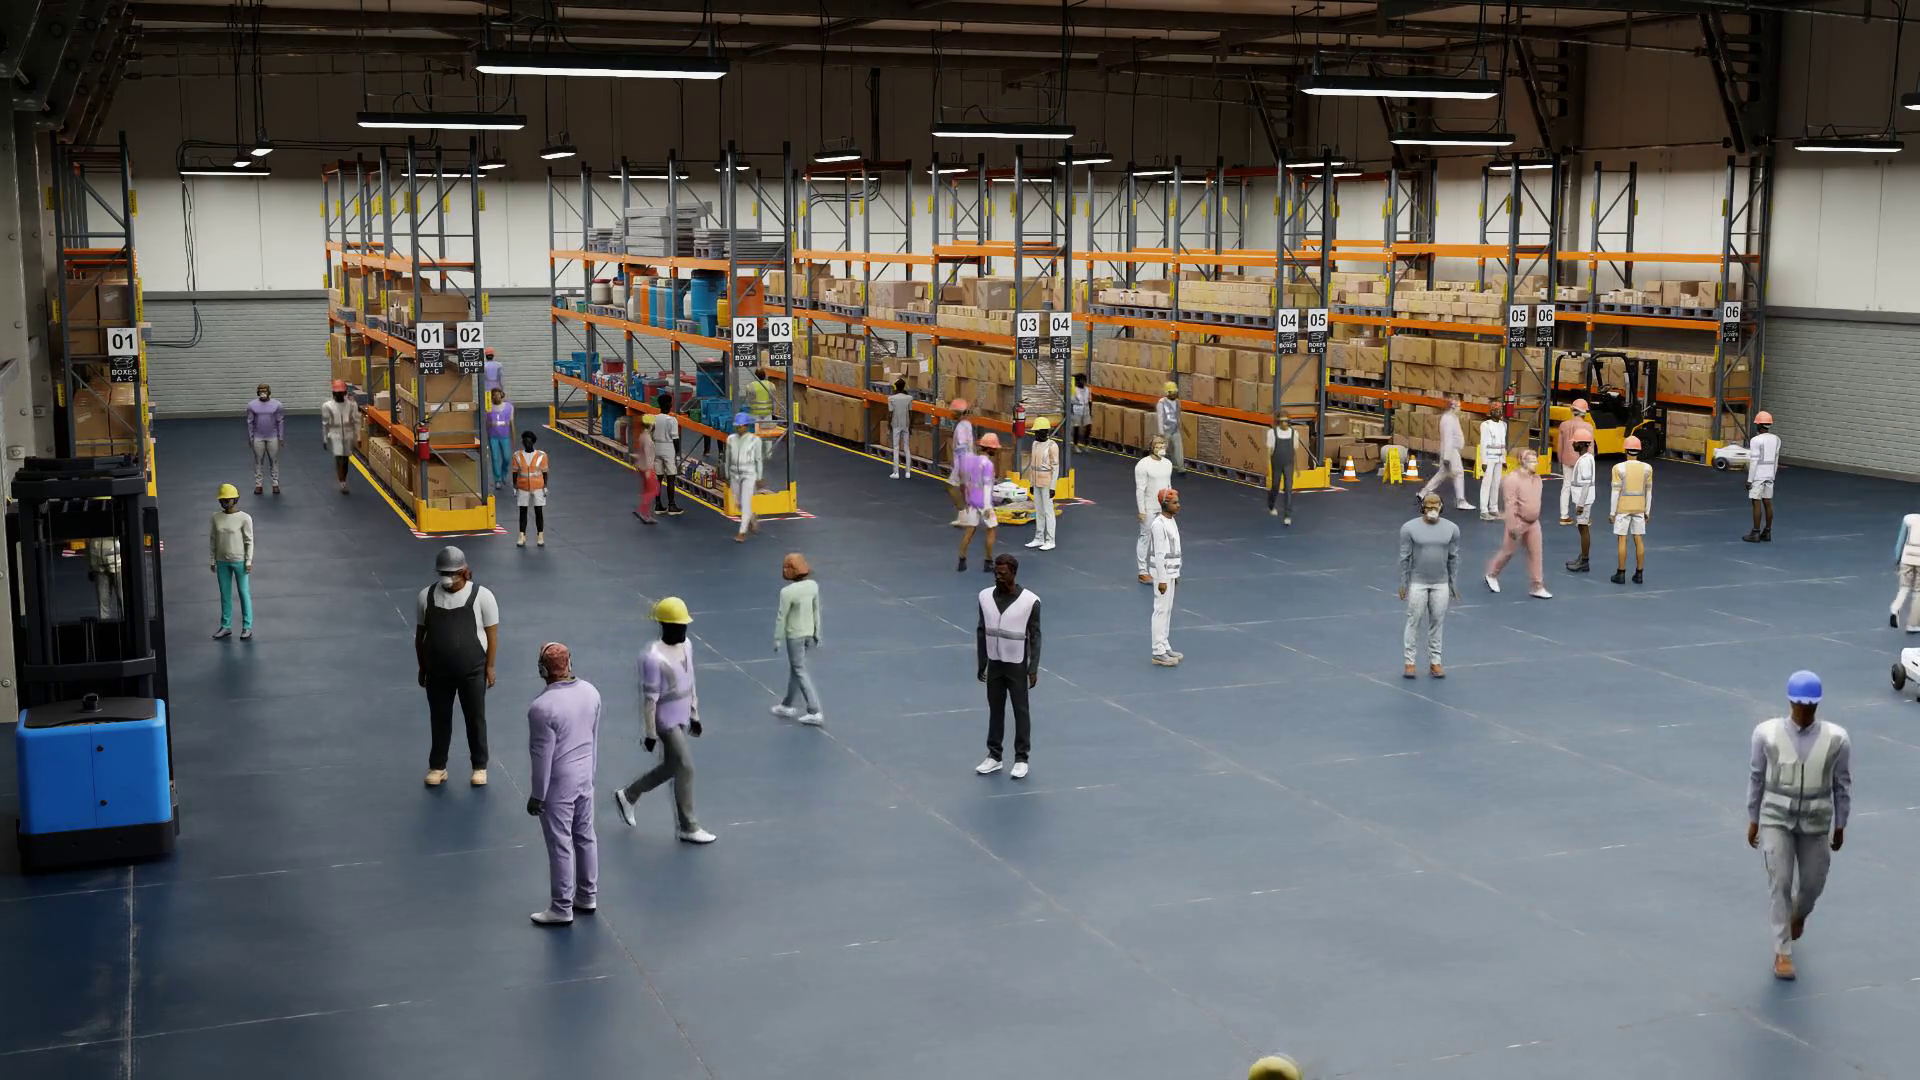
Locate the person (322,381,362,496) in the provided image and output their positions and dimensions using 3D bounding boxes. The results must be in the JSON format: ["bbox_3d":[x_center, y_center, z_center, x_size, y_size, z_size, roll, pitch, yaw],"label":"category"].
[{"bbox_3d":[-10.804,-1.792,36.640,0.626,1.987,1.036,-4,9,-26],"label":"person"}]

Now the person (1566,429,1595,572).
[{"bbox_3d":[8.453,-0.550,28.511,0.366,1.939,0.542,3,9,18],"label":"person"}]

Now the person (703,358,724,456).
[{"bbox_3d":[-5.061,-2.724,42.814,0.611,1.997,0.375,-2,9,-14],"label":"person"}]

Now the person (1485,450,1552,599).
[{"bbox_3d":[7.100,-0.228,26.599,0.652,1.875,0.937,-5,10,-29],"label":"person"}]

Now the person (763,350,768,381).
[{"bbox_3d":[-4.806,-3.888,51.803,0.343,1.619,0.520,0,9,0],"label":"person"}]

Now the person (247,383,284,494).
[{"bbox_3d":[-12.188,-1.788,36.771,0.628,1.940,0.373,-2,9,-15],"label":"person"}]

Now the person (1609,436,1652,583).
[{"bbox_3d":[8.801,-0.404,27.544,0.550,1.935,0.375,-1,9,-5],"label":"person"}]

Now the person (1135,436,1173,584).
[{"bbox_3d":[2.563,-0.408,27.568,0.627,1.940,0.376,-7,11,-40],"label":"person"}]

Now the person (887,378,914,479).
[{"bbox_3d":[-1.109,-2.081,38.932,0.510,1.877,0.328,-3,9,-18],"label":"person"}]

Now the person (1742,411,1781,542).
[{"bbox_3d":[11.909,-0.945,31.149,0.551,1.936,0.356,-4,10,-27],"label":"person"}]

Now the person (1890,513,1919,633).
[{"bbox_3d":[10.994,0.278,24.030,0.492,1.616,0.550,-8,12,-42],"label":"person"}]

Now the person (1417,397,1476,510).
[{"bbox_3d":[8.070,-1.447,34.721,0.913,1.878,0.637,1,9,6],"label":"person"}]

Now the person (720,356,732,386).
[{"bbox_3d":[-5.651,-3.688,50.616,0.540,1.588,0.879,3,9,18],"label":"person"}]

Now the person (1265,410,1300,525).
[{"bbox_3d":[5.093,-1.174,33.119,0.555,1.815,0.771,0,9,0],"label":"person"}]

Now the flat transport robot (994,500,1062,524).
[{"bbox_3d":[1.020,-0.454,33.550,0.652,0.197,1.431,5,10,30],"label":"flat transport robot"}]

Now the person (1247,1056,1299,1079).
[{"bbox_3d":[1.169,2.684,7.680,0.541,1.743,0.773,3,9,19],"label":"person"}]

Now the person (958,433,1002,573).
[{"bbox_3d":[0.254,-0.505,28.412,0.608,1.900,0.609,-4,9,-24],"label":"person"}]

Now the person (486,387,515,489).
[{"bbox_3d":[-8.236,-1.821,37.343,0.580,1.829,0.450,-2,9,-15],"label":"person"}]

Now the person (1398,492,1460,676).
[{"bbox_3d":[4.872,0.459,21.790,0.635,1.936,0.355,0,9,-1],"label":"person"}]

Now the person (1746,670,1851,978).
[{"bbox_3d":[5.289,1.746,13.250,0.613,1.928,0.722,2,9,15],"label":"person"}]

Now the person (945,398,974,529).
[{"bbox_3d":[-0.005,-1.183,32.455,0.511,2.021,0.640,2,9,12],"label":"person"}]

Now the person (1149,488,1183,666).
[{"bbox_3d":[2.217,0.385,22.469,0.355,1.883,0.575,3,9,17],"label":"person"}]

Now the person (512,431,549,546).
[{"bbox_3d":[-6.302,-0.762,30.716,0.539,1.698,0.319,0,9,-3],"label":"person"}]

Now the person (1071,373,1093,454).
[{"bbox_3d":[2.511,-2.583,42.921,0.560,1.669,0.662,-4,9,-23],"label":"person"}]

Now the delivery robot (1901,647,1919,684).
[{"bbox_3d":[9.687,1.249,20.943,0.477,0.478,0.707,1,9,7],"label":"delivery robot"}]

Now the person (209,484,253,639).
[{"bbox_3d":[-8.291,0.239,23.826,0.525,1.769,0.308,1,9,10],"label":"person"}]

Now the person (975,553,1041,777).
[{"bbox_3d":[0.418,1.055,17.882,0.590,1.919,0.393,5,10,30],"label":"person"}]

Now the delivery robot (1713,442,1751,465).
[{"bbox_3d":[14.859,-1.646,40.243,0.707,0.478,0.477,2,9,14],"label":"delivery robot"}]

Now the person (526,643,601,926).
[{"bbox_3d":[-2.696,1.629,14.112,0.403,1.904,0.637,5,10,28],"label":"person"}]

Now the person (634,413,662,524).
[{"bbox_3d":[-4.896,-1.116,32.915,0.371,1.757,0.527,-3,9,-21],"label":"person"}]

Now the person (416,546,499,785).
[{"bbox_3d":[-4.225,1.069,17.519,0.686,2.000,0.535,0,9,1],"label":"person"}]

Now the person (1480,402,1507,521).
[{"bbox_3d":[8.531,-1.263,33.459,0.575,1.882,0.355,-7,11,-37],"label":"person"}]

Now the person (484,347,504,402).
[{"bbox_3d":[-10.750,-3.462,47.979,0.580,1.921,0.454,-3,9,-22],"label":"person"}]

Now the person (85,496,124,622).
[{"bbox_3d":[-9.423,0.291,23.254,0.591,1.833,0.404,1,9,6],"label":"person"}]

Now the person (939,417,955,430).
[{"bbox_3d":[-0.347,-3.287,47.411,0.492,1.742,0.321,-4,9,-25],"label":"person"}]

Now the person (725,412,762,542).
[{"bbox_3d":[-3.215,-0.968,31.330,0.624,1.929,0.698,4,9,23],"label":"person"}]

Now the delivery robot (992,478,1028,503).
[{"bbox_3d":[0.785,-0.774,34.429,0.477,0.478,0.707,-7,11,-38],"label":"delivery robot"}]

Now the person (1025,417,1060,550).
[{"bbox_3d":[1.196,-0.823,30.374,0.366,1.926,0.593,-6,10,-34],"label":"person"}]

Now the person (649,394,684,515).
[{"bbox_3d":[-4.793,-1.399,34.085,0.607,1.966,0.367,5,10,30],"label":"person"}]

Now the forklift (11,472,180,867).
[{"bbox_3d":[-6.630,0.886,15.957,1.129,2.768,1.873,-3,9,-21],"label":"forklift"}]

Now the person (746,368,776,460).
[{"bbox_3d":[-3.996,-2.528,42.017,0.625,1.846,0.429,-3,9,-18],"label":"person"}]

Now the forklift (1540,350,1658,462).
[{"bbox_3d":[12.897,-2.725,42.309,2.313,2.155,1.214,-3,9,-21],"label":"forklift"}]

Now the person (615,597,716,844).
[{"bbox_3d":[-2.273,1.350,16.004,0.826,1.894,0.586,3,9,17],"label":"person"}]

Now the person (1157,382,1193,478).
[{"bbox_3d":[3.966,-2.021,38.779,0.617,1.796,0.839,-6,11,-37],"label":"person"}]

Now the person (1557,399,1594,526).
[{"bbox_3d":[9.654,-1.218,32.786,0.393,1.990,0.617,-7,11,-41],"label":"person"}]

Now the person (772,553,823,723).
[{"bbox_3d":[-1.557,0.921,19.815,0.703,1.603,0.521,6,10,34],"label":"person"}]
